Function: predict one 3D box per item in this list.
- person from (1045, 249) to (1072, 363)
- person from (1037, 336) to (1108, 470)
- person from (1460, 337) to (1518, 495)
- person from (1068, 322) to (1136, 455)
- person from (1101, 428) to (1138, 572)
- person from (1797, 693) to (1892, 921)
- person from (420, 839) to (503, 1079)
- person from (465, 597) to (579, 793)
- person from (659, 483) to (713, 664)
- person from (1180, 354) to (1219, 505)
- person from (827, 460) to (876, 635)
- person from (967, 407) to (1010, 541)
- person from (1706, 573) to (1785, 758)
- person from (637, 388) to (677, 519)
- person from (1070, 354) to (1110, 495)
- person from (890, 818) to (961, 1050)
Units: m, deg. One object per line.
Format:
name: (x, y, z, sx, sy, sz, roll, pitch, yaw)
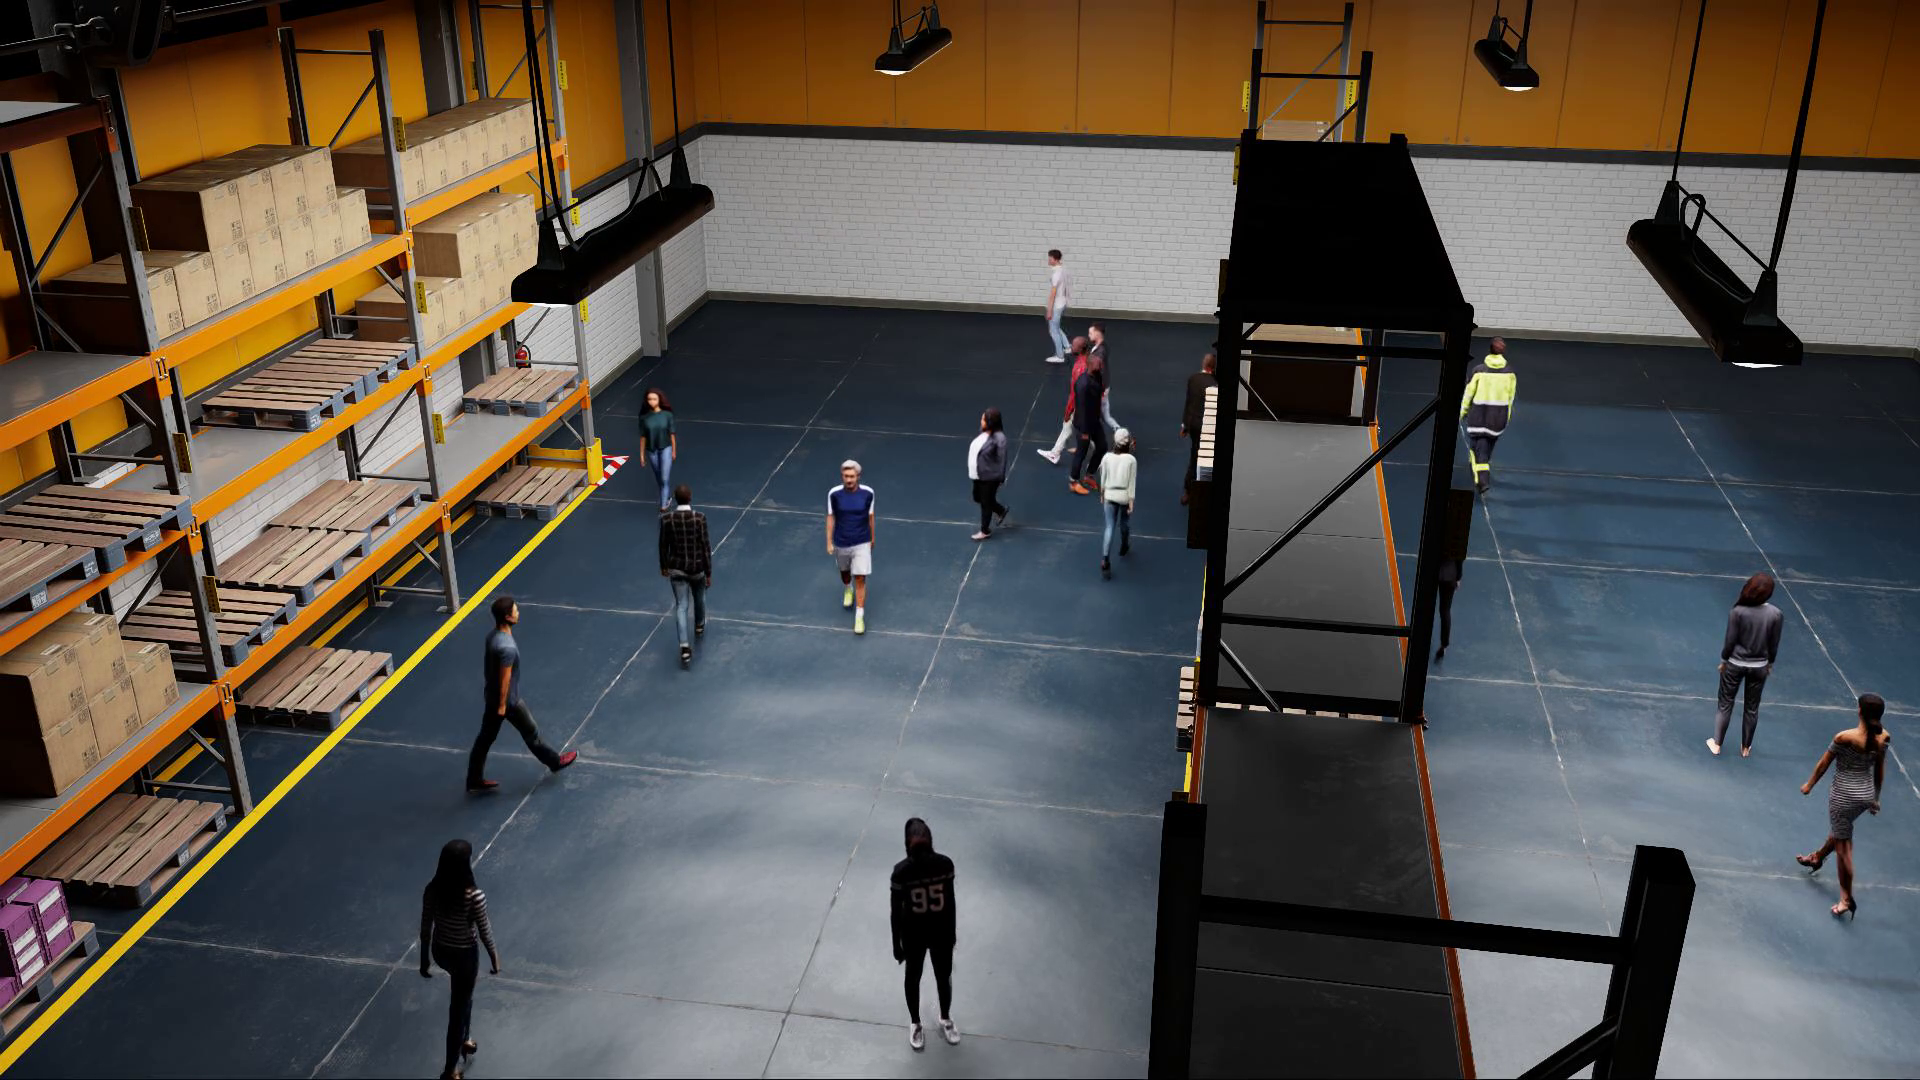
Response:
person: (1.524, -3.591, 25.521, 0.805, 1.815, 0.563, 12, 26, 25)
person: (1.665, -1.717, 21.283, 0.770, 1.775, 1.149, 3, 24, 8)
person: (6.524, -1.497, 20.568, 0.921, 1.944, 1.267, 0, 24, -1)
person: (1.910, -1.951, 21.785, 0.782, 1.802, 1.039, 4, 24, 9)
person: (1.744, -0.421, 18.531, 0.687, 1.603, 1.161, 7, 25, 16)
person: (6.814, 2.059, 12.627, 0.847, 1.789, 1.083, -5, 24, -12)
person: (-3.341, 2.826, 10.915, 0.670, 1.754, 0.782, 7, 24, 15)
person: (-4.005, 1.381, 14.224, 1.239, 1.752, 1.225, -13, 27, -27)
person: (-2.735, 0.353, 16.549, 0.896, 1.774, 1.268, -1, 24, -3)
person: (2.885, -1.328, 20.269, 1.164, 1.873, 1.083, -18, 29, -35)
person: (-1.129, -0.009, 17.348, 0.830, 1.796, 1.251, -1, 24, -2)
person: (0.384, -0.788, 19.396, 0.972, 1.584, 0.922, -14, 27, -28)
person: (7.014, 1.109, 14.826, 0.612, 1.768, 0.523, 5, 24, 11)
person: (-3.630, -1.084, 20.084, 0.752, 1.575, 1.121, -1, 24, -3)
person: (1.511, -1.462, 20.662, 0.917, 1.804, 0.785, 16, 28, 32)
person: (-0.247, 2.664, 11.319, 0.717, 1.728, 0.731, -7, 25, -16)
